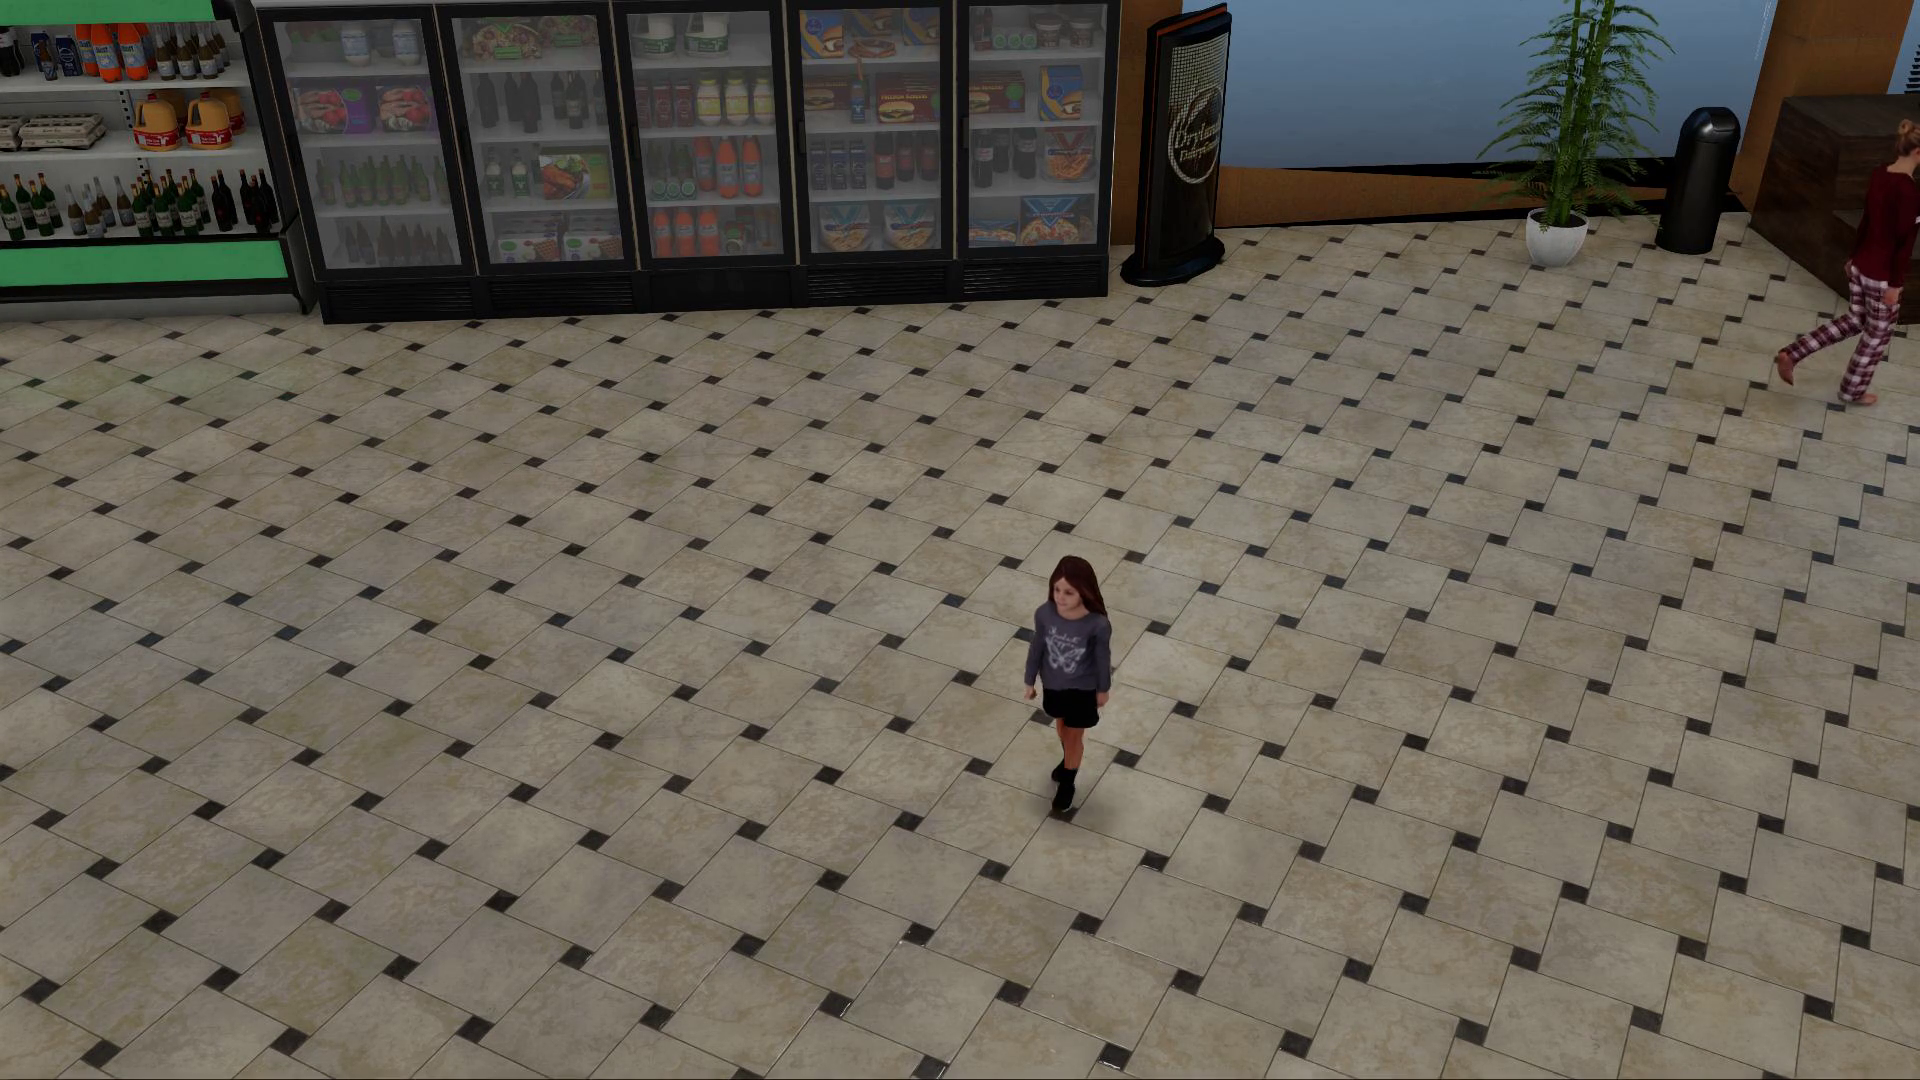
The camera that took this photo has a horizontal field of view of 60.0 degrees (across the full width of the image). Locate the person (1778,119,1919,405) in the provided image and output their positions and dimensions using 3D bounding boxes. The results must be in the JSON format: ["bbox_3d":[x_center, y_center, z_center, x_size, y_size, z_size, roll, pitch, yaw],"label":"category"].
[{"bbox_3d":[5.085,-1.522,9.339,0.864,1.679,0.669,1,32,1],"label":"person"}]

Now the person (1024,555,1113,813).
[{"bbox_3d":[0.463,0.514,6.619,0.641,1.095,0.689,16,35,23],"label":"person"}]
